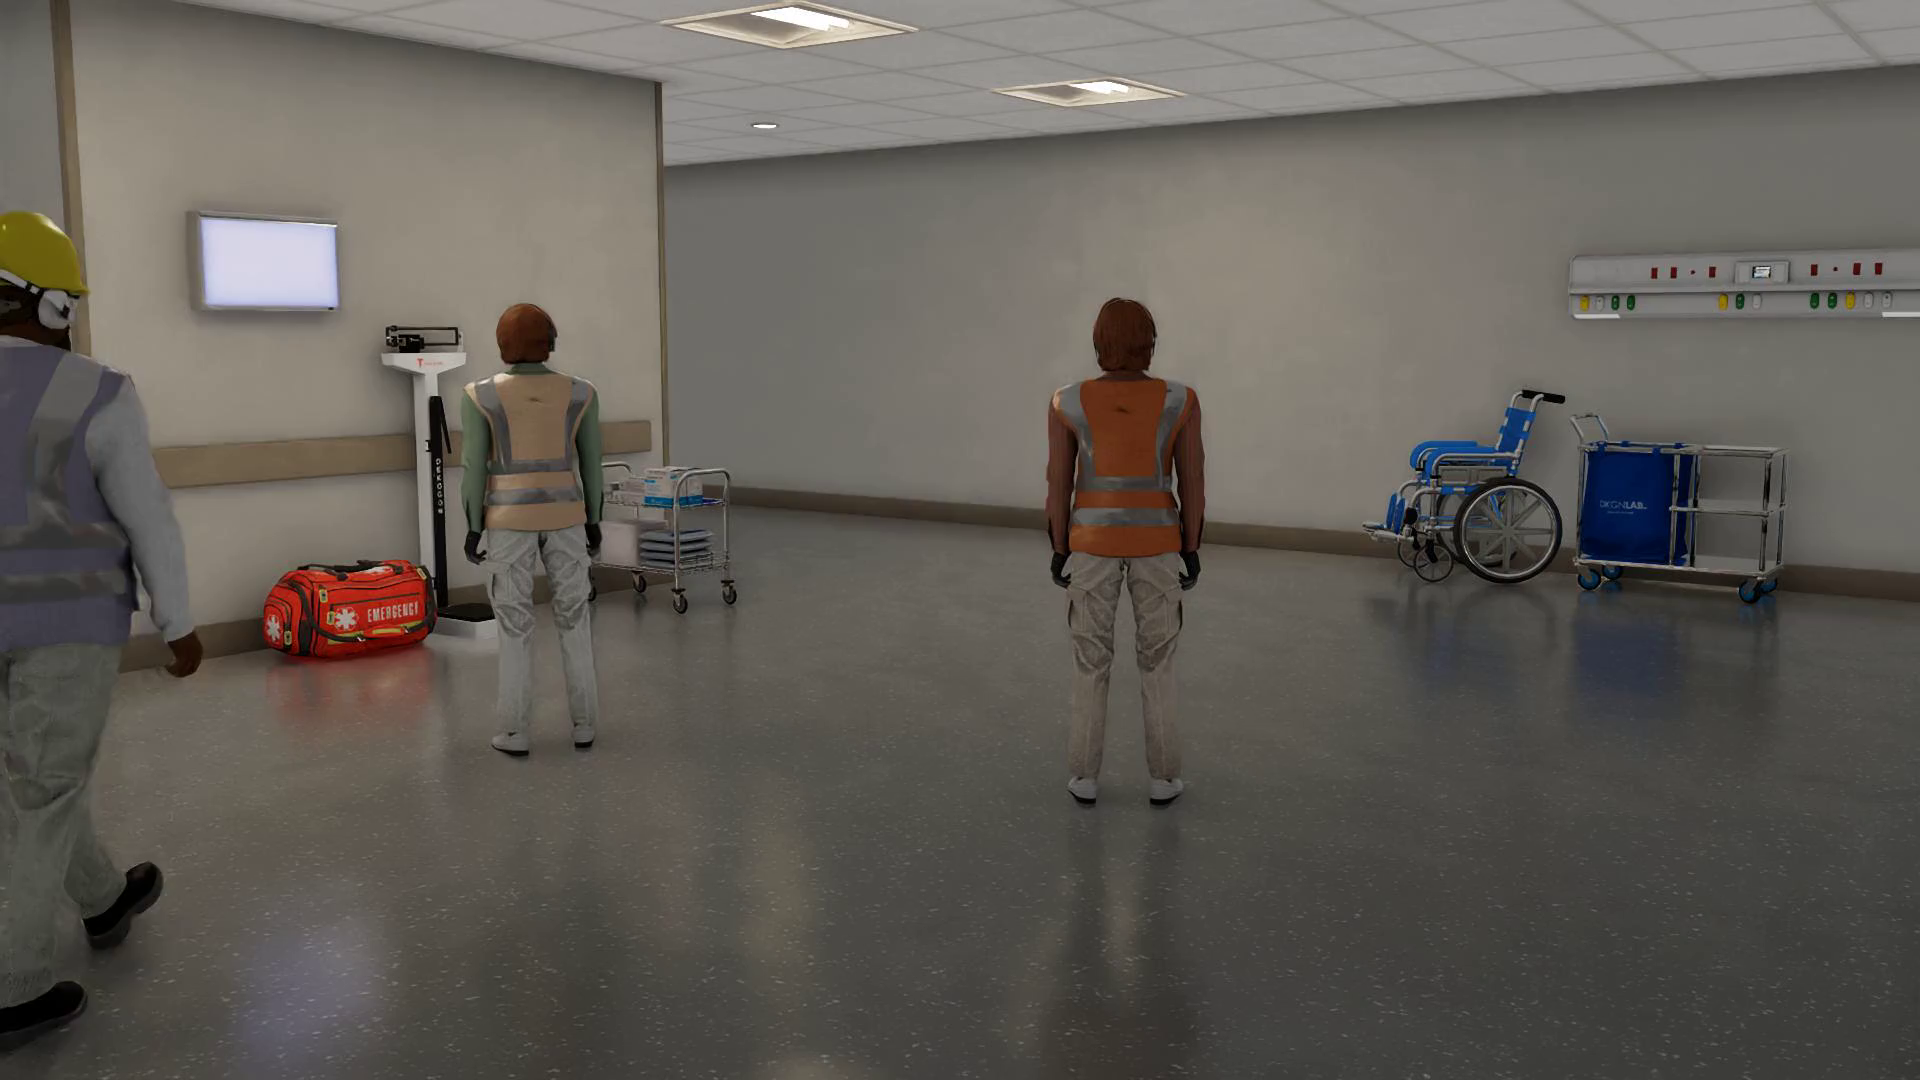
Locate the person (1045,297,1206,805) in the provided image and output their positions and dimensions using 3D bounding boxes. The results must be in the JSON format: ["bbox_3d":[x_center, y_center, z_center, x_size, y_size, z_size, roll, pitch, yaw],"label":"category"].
[{"bbox_3d":[0.532,0.044,5.379,0.514,1.645,0.308,1,7,6],"label":"person"}]

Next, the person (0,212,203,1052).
[{"bbox_3d":[-2.051,0.165,3.822,0.606,1.786,0.912,1,7,5],"label":"person"}]

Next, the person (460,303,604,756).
[{"bbox_3d":[-1.548,-0.036,6.053,0.517,1.636,0.313,-4,8,-27],"label":"person"}]
